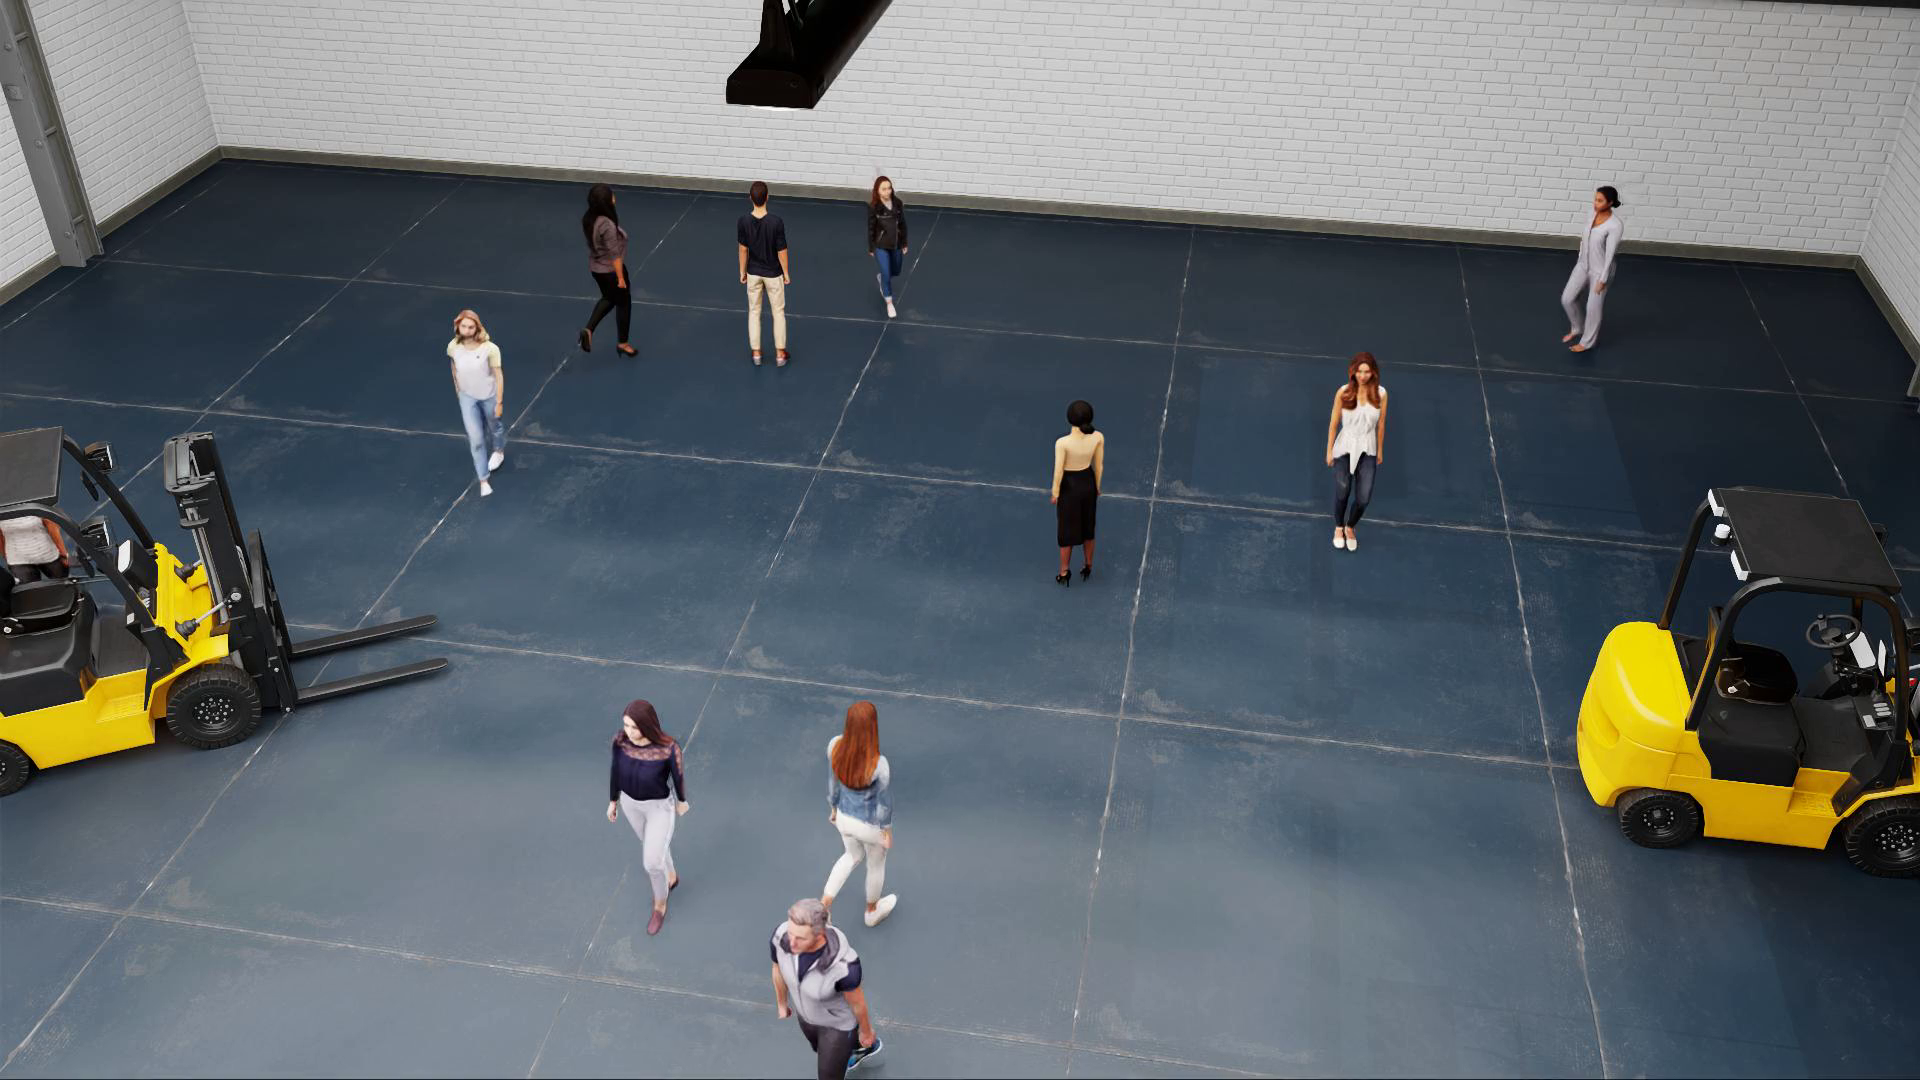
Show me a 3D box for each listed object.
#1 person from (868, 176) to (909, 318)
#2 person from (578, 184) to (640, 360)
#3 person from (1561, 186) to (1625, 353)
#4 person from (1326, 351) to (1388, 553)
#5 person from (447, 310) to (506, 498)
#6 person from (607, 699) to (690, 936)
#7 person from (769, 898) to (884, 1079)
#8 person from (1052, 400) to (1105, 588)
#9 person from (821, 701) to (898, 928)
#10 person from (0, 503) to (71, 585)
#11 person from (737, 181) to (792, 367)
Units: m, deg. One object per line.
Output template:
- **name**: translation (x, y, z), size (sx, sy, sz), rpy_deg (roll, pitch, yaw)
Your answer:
- **person**: translation (-0.768, -3.094, 17.277), size (0.848, 1.468, 0.956), rpy_deg (-15, 36, -21)
- **person**: translation (-3.484, -2.548, 16.135), size (0.983, 1.823, 0.902), rpy_deg (-27, 42, -34)
- **person**: translation (6.352, -2.694, 16.448), size (0.835, 1.722, 0.757), rpy_deg (-16, 37, -23)
- **person**: translation (3.186, -0.749, 13.476), size (0.635, 1.770, 0.608), rpy_deg (3, 34, 4)
- **person**: translation (-4.115, -1.246, 14.322), size (0.746, 1.662, 1.111), rpy_deg (5, 34, 7)
- **person**: translation (-1.862, 1.587, 10.123), size (0.704, 1.592, 0.795), rpy_deg (15, 36, 21)
- **person**: translation (-0.638, 2.436, 8.676), size (0.984, 1.780, 1.178), rpy_deg (23, 40, 30)
- **person**: translation (0.916, -0.369, 13.011), size (0.655, 1.653, 0.681), rpy_deg (-12, 35, -17)
- **person**: translation (-0.634, 1.720, 9.842), size (0.838, 1.682, 0.982), rpy_deg (22, 39, 29)
- **person**: translation (-6.842, 0.091, 12.347), size (0.873, 1.623, 1.120), rpy_deg (-7, 34, -10)
- **person**: translation (-1.897, -2.583, 16.163), size (0.647, 1.851, 0.568), rpy_deg (3, 34, 5)
